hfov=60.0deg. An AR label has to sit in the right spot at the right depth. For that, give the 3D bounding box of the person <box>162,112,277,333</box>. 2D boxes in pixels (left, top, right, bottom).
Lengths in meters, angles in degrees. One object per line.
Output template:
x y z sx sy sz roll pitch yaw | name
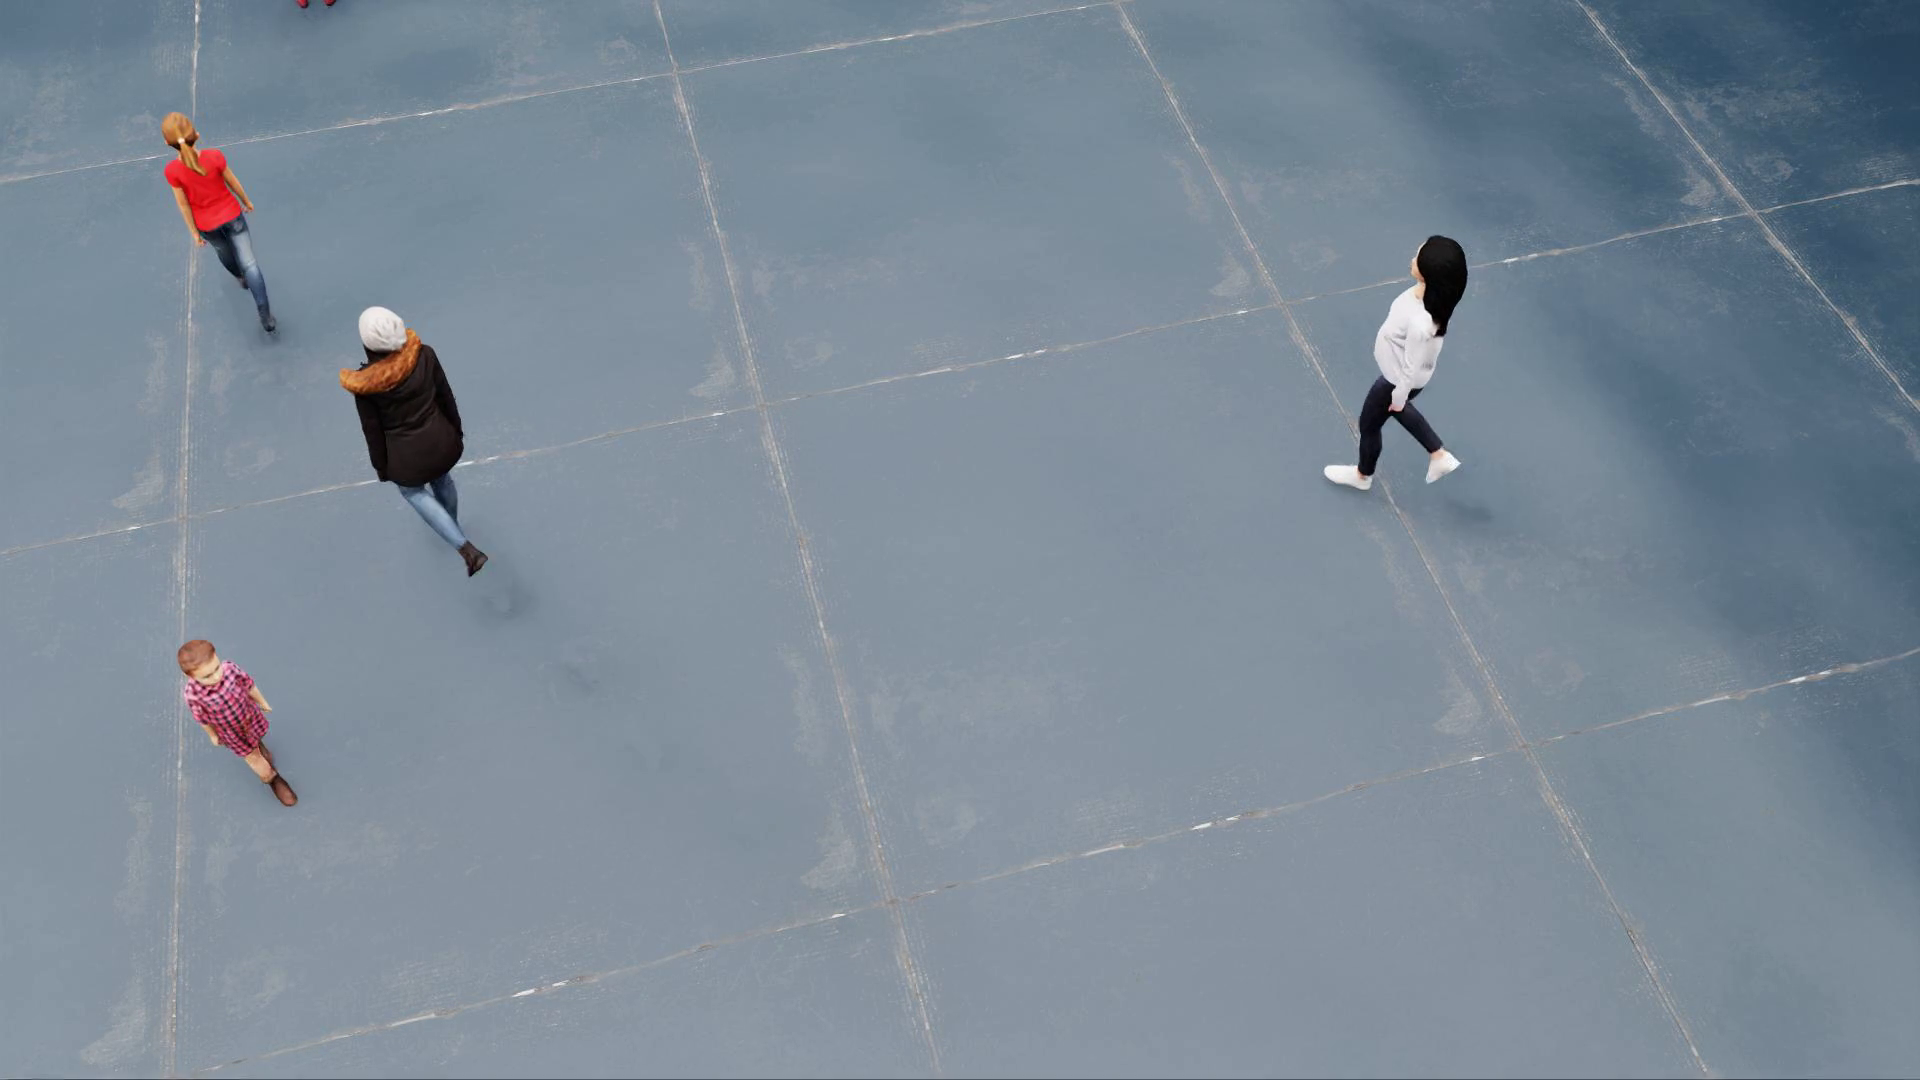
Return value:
-3.933 -1.667 8.876 0.602 1.285 0.937 -20 55 -15 | person

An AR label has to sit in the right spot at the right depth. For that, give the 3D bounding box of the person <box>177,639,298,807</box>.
-3.151 0.728 7.190 0.723 1.019 0.612 36 60 24 | person

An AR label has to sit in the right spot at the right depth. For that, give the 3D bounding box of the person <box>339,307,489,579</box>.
-2.481 -0.416 7.697 0.853 1.618 0.978 -37 61 -25 | person

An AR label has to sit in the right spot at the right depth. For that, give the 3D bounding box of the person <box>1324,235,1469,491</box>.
2.205 -0.782 7.937 0.960 1.687 0.928 18 54 14 | person
